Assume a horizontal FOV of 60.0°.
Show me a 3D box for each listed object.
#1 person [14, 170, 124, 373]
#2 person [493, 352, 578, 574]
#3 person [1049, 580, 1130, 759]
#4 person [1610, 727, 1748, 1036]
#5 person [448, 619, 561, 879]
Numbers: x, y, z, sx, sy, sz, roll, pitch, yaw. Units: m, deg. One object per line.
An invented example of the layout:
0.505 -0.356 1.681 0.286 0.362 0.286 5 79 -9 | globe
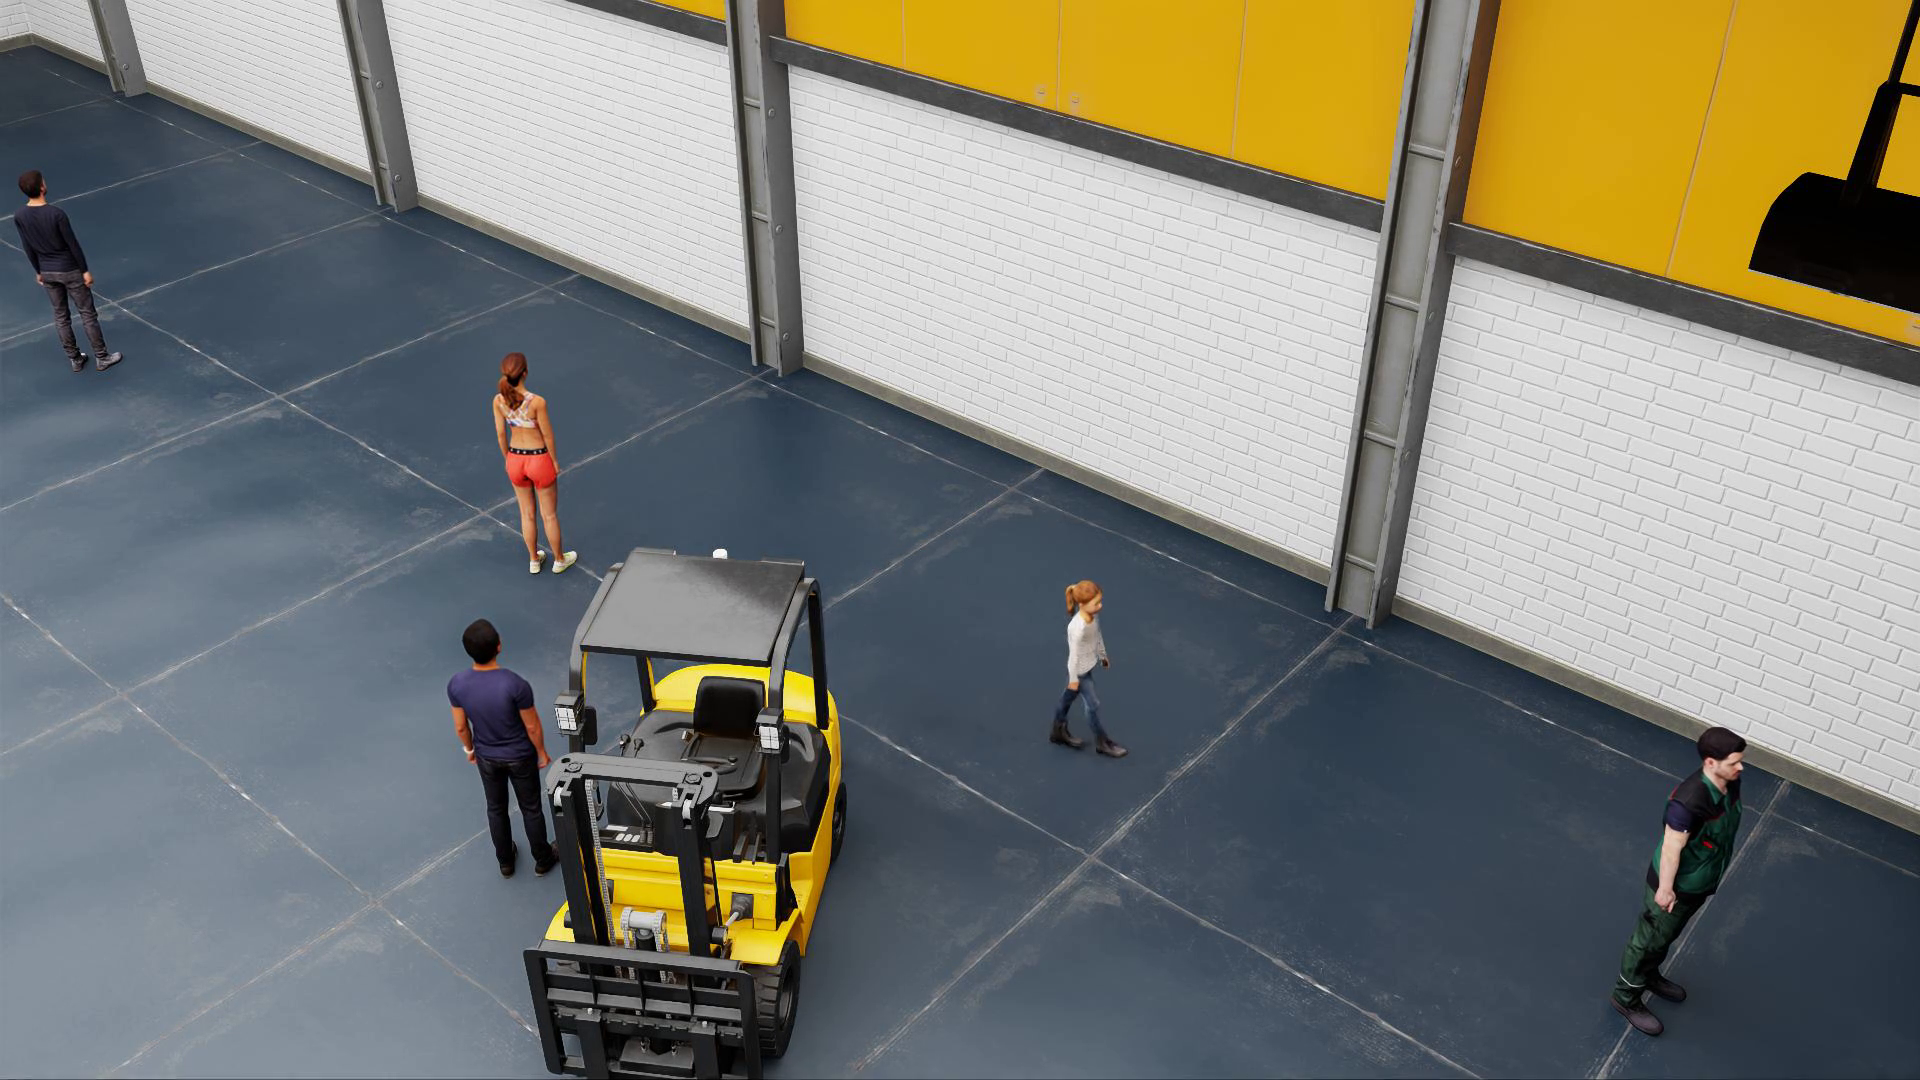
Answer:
-8.026 -2.391 14.856 0.700 1.870 0.779 0 34 0 | person
-3.139 -0.545 12.149 0.637 1.791 0.727 5 34 8 | person
0.709 0.795 10.574 0.830 1.302 0.640 11 35 16 | person
3.744 1.727 8.632 0.572 1.901 0.671 27 42 35 | person
-2.608 1.213 9.502 0.689 1.793 0.773 0 34 0 | person
